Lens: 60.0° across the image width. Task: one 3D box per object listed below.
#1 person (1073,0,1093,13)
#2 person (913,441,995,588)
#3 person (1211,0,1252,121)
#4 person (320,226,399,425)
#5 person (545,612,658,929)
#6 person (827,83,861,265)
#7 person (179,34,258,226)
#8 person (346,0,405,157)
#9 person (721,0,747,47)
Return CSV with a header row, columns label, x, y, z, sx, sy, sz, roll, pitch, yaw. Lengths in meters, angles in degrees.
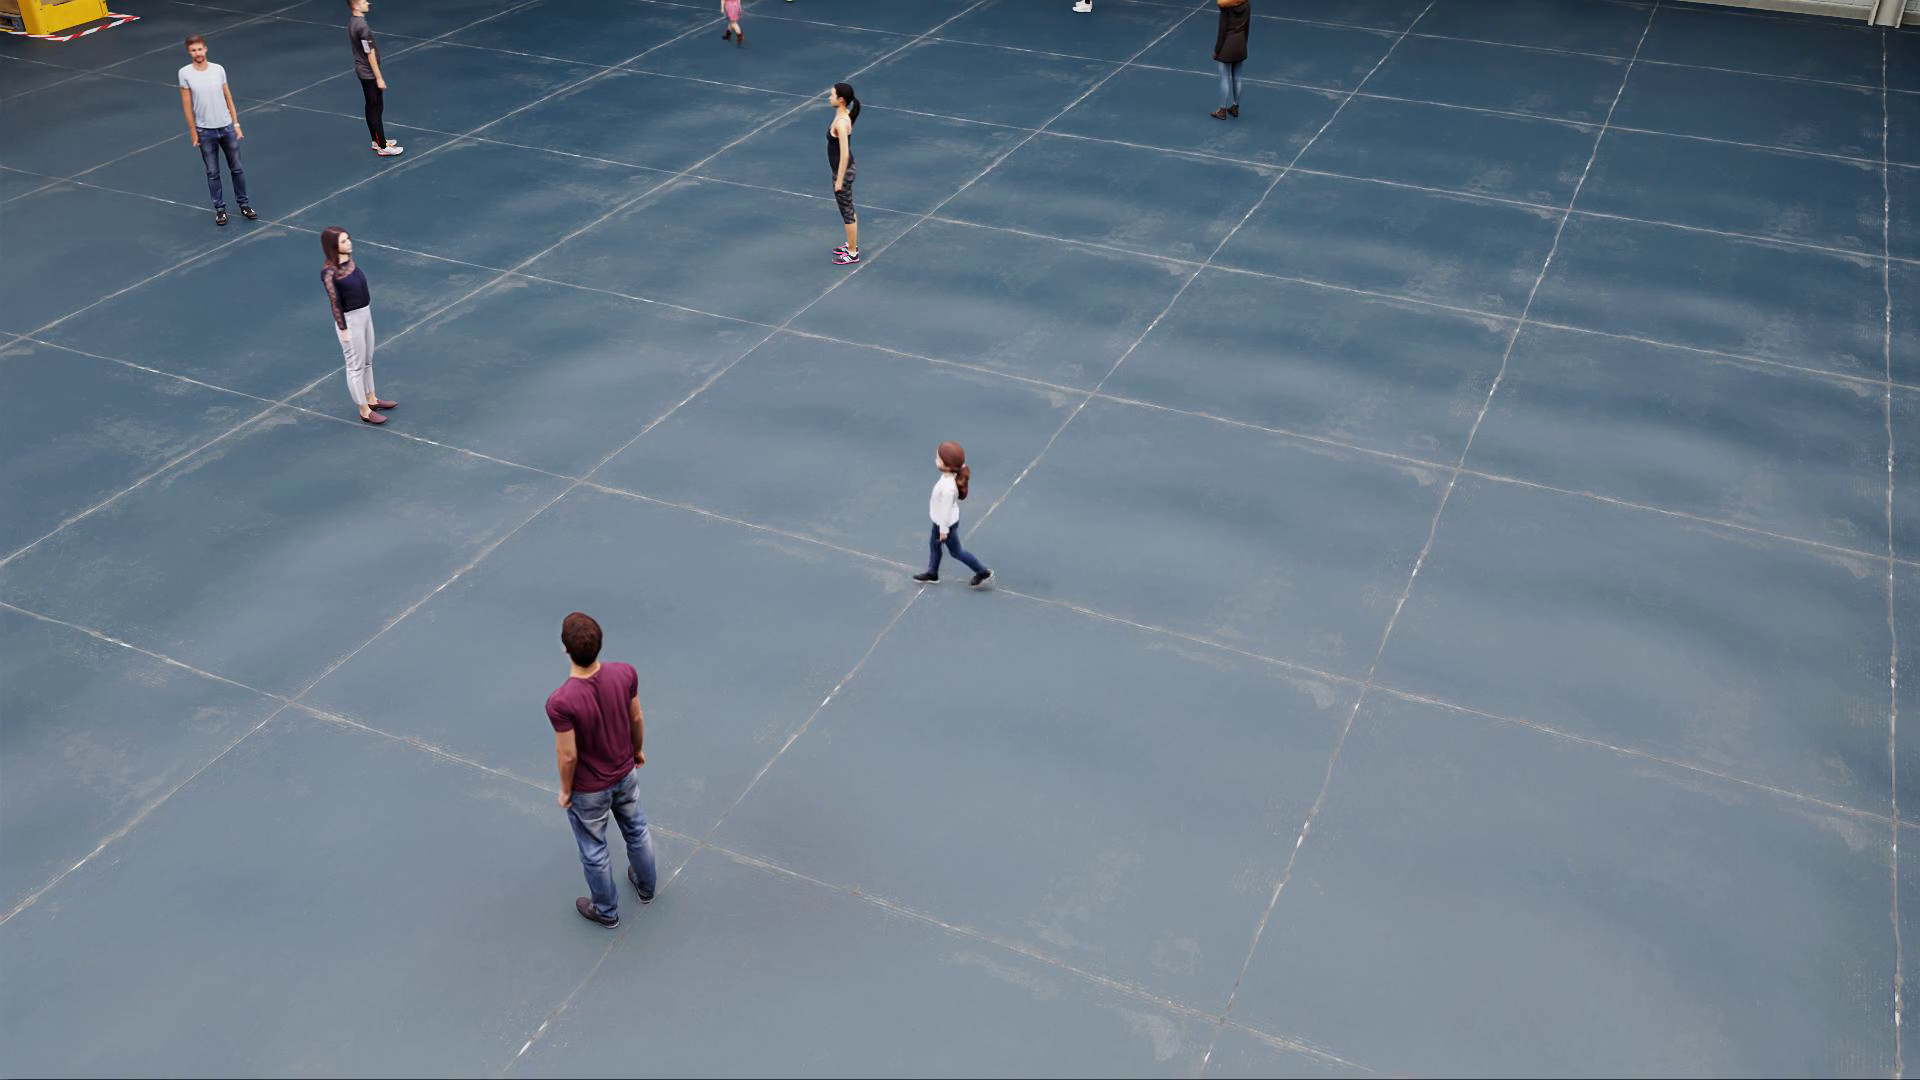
label,x,y,z,sx,sy,sz,roll,pitch,yaw
person,1.782,-8.392,23.560,0.562,1.742,0.617,9,33,14
person,-0.030,-0.149,11.100,0.826,1.094,0.634,0,32,1
person,3.186,-5.782,19.522,0.744,1.636,0.782,-17,36,-24
person,-4.750,-1.701,13.079,0.669,1.608,0.673,1,32,2
person,-1.793,1.153,8.324,0.679,1.855,0.723,28,42,37
person,-1.091,-3.486,15.795,0.674,1.729,0.655,0,32,0
person,-7.477,-4.128,16.684,0.721,1.865,0.730,-19,37,-27
person,-6.543,-5.172,18.435,0.784,1.764,0.693,-16,35,-23
person,-3.041,-7.139,22.258,0.595,1.011,0.807,-28,42,-37
